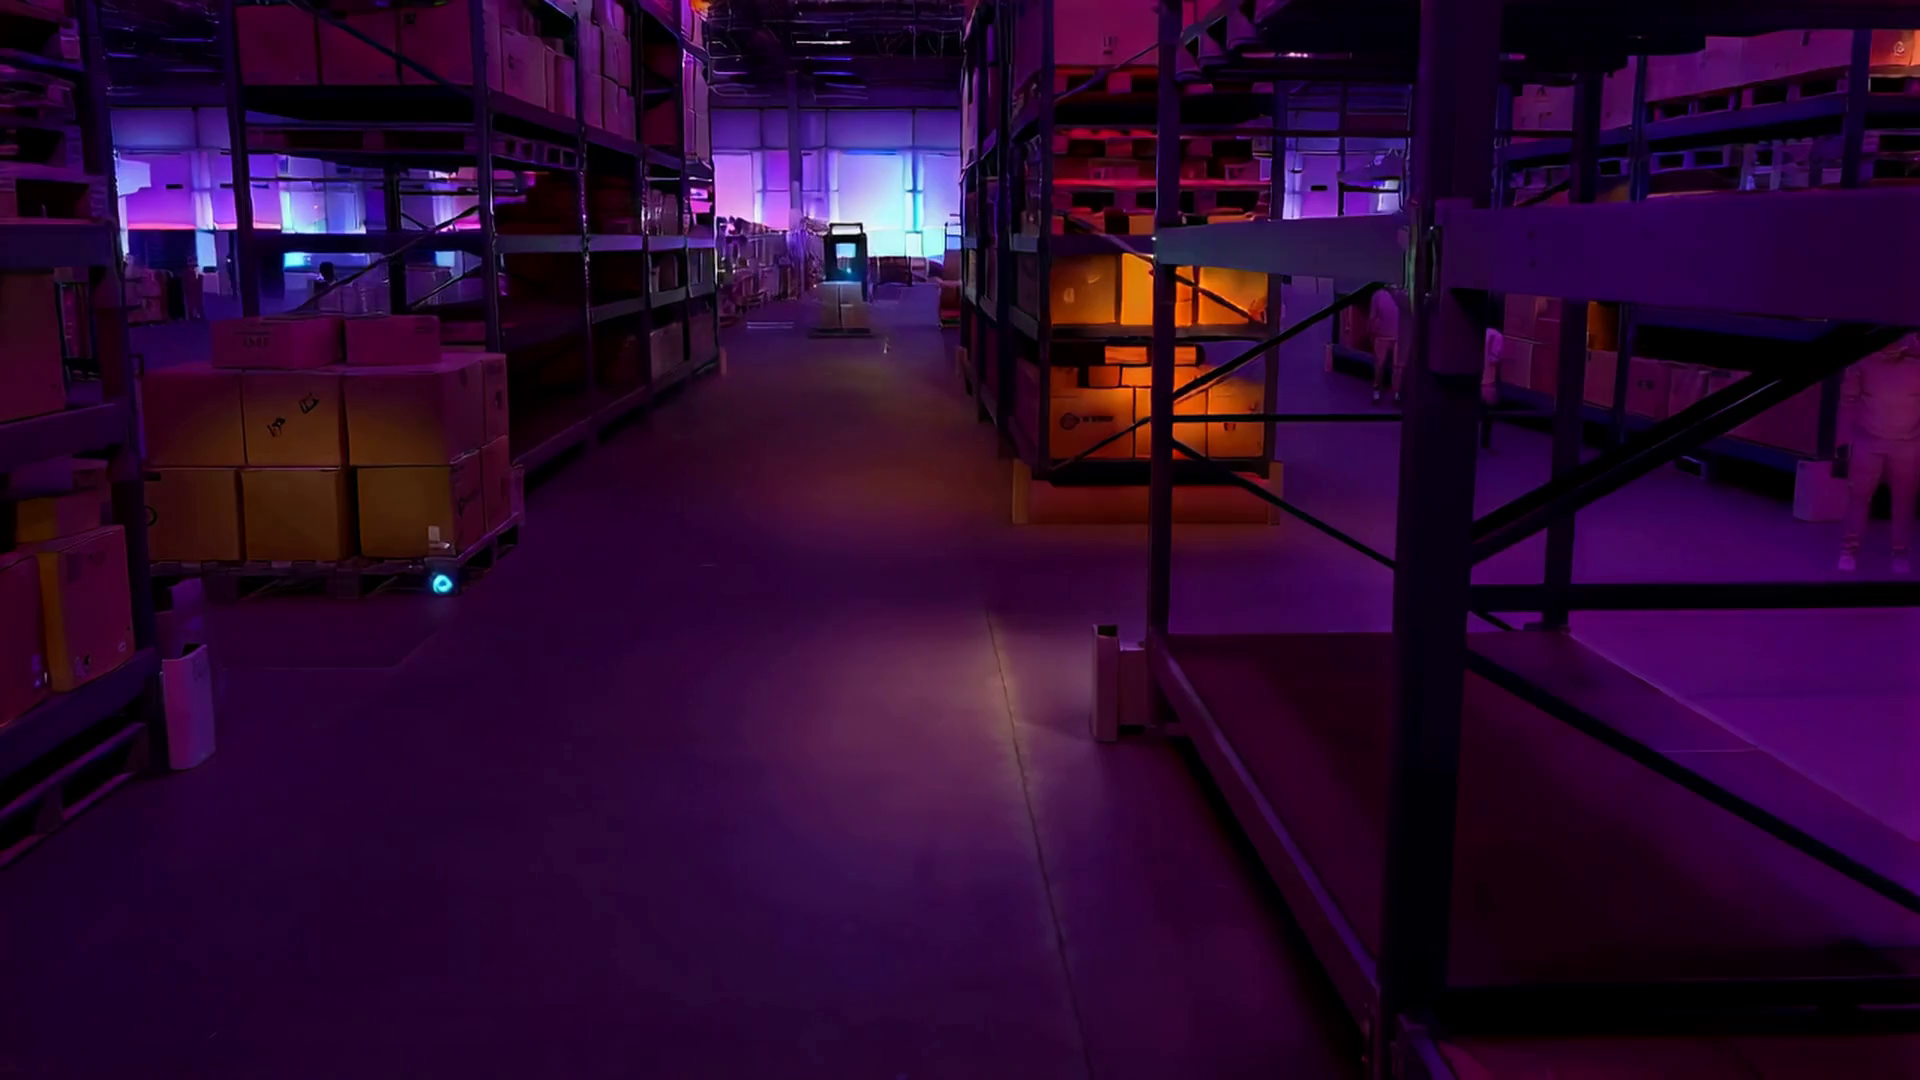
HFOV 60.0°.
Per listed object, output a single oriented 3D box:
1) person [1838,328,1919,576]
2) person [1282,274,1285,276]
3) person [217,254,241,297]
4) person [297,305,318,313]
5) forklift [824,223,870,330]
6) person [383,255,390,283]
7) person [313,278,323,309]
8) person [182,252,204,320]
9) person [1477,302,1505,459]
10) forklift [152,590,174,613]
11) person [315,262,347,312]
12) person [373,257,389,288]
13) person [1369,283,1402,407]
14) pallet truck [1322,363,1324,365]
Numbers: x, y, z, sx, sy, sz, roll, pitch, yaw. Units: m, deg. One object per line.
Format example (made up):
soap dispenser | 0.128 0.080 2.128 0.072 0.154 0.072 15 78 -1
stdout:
person | 6.567 -0.695 11.746 0.649 1.899 0.399 5 11 27
person | 11.246 -8.905 57.491 0.761 1.892 0.436 6 12 31
person | -30.785 -11.107 69.965 0.977 1.818 0.539 -1 10 -5
person | -6.716 -1.573 17.175 0.540 1.697 0.317 5 11 26
forklift | -2.913 -6.757 42.760 1.129 2.768 1.873 0 10 -2
person | -21.481 -9.792 62.369 0.407 1.918 0.584 1 10 3
person | -12.607 -4.390 33.083 0.690 1.609 0.535 -5 11 -25
person | -23.005 -7.602 49.807 0.688 2.000 0.536 7 12 33
person | 5.701 -1.724 18.022 0.322 1.697 0.531 -3 11 -18
forklift | -5.858 -0.811 9.639 1.873 2.768 1.129 -1 10 -3
person | -11.798 -4.216 31.157 0.614 1.962 0.366 2 10 9
person | -18.743 -8.247 53.995 0.979 1.832 0.598 7 12 35
person | 6.131 -2.859 23.669 0.627 1.941 0.371 2 10 12
pallet truck | 7.712 -4.157 30.737 1.885 1.965 0.823 3 11 16
